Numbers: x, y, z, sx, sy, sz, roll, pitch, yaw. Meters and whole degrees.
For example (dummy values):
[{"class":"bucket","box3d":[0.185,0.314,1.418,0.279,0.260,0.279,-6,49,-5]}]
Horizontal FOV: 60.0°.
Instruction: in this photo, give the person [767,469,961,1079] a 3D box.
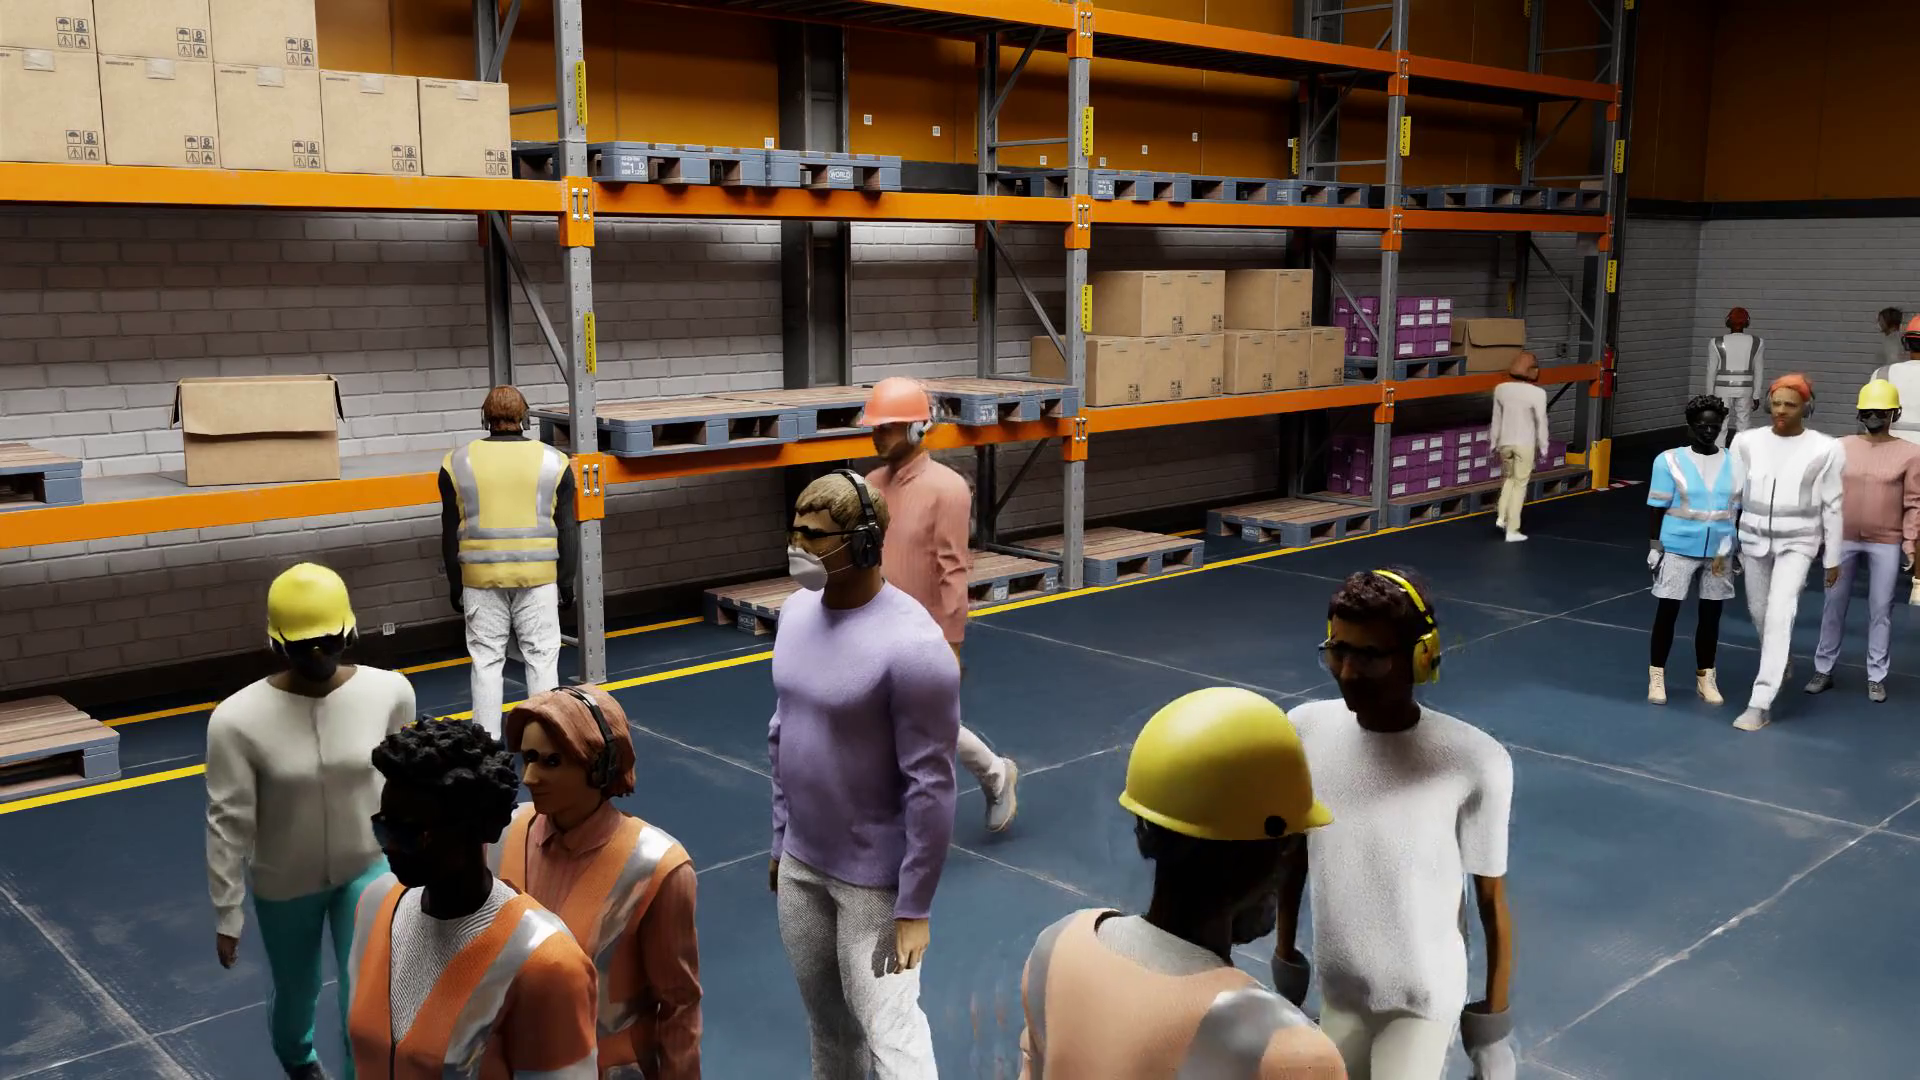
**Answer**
[{"class":"person","box3d":[-0.262,0.791,4.007,0.372,1.940,0.627,-8,13,-40]}]

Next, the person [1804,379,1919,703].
[{"class":"person","box3d":[4.963,0.004,9.117,0.523,1.769,0.317,7,12,36]}]

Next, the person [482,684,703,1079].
[{"class":"person","box3d":[-0.721,1.075,3.215,0.514,1.642,0.310,5,11,25]}]

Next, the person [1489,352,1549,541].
[{"class":"person","box3d":[4.781,-0.790,14.189,0.369,1.618,0.525,-7,12,-37]}]

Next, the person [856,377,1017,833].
[{"class":"person","box3d":[-0.139,0.328,6.636,0.621,1.969,0.771,9,13,43]}]

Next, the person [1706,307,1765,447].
[{"class":"person","box3d":[8.349,-1.565,17.966,0.575,1.882,0.355,2,10,13]}]

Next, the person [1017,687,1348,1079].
[{"class":"person","box3d":[0.256,1.123,2.254,0.998,1.880,0.589,-5,11,-26]}]

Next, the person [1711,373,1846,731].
[{"class":"person","box3d":[4.349,0.026,8.812,0.995,1.841,0.579,-10,14,-44]}]

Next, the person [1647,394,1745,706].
[{"class":"person","box3d":[3.986,0.059,8.998,0.542,1.695,0.316,1,10,6]}]

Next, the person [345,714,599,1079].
[{"class":"person","box3d":[-0.829,1.119,2.796,0.535,1.697,0.318,6,11,31]}]

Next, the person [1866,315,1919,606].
[{"class":"person","box3d":[6.668,-0.565,11.640,0.375,2.044,0.607,-9,13,-43]}]

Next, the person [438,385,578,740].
[{"class":"person","box3d":[-2.126,0.184,7.888,0.618,1.836,0.431,-3,10,-15]}]

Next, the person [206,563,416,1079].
[{"class":"person","box3d":[-1.700,0.854,4.367,0.530,1.699,0.934,-5,11,-29]}]

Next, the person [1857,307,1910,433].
[{"class":"person","box3d":[10.092,-1.594,18.163,1.044,1.881,0.646,9,13,42]}]

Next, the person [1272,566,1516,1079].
[{"class":"person","box3d":[0.926,0.935,3.504,0.523,1.838,0.758,9,13,41]}]
